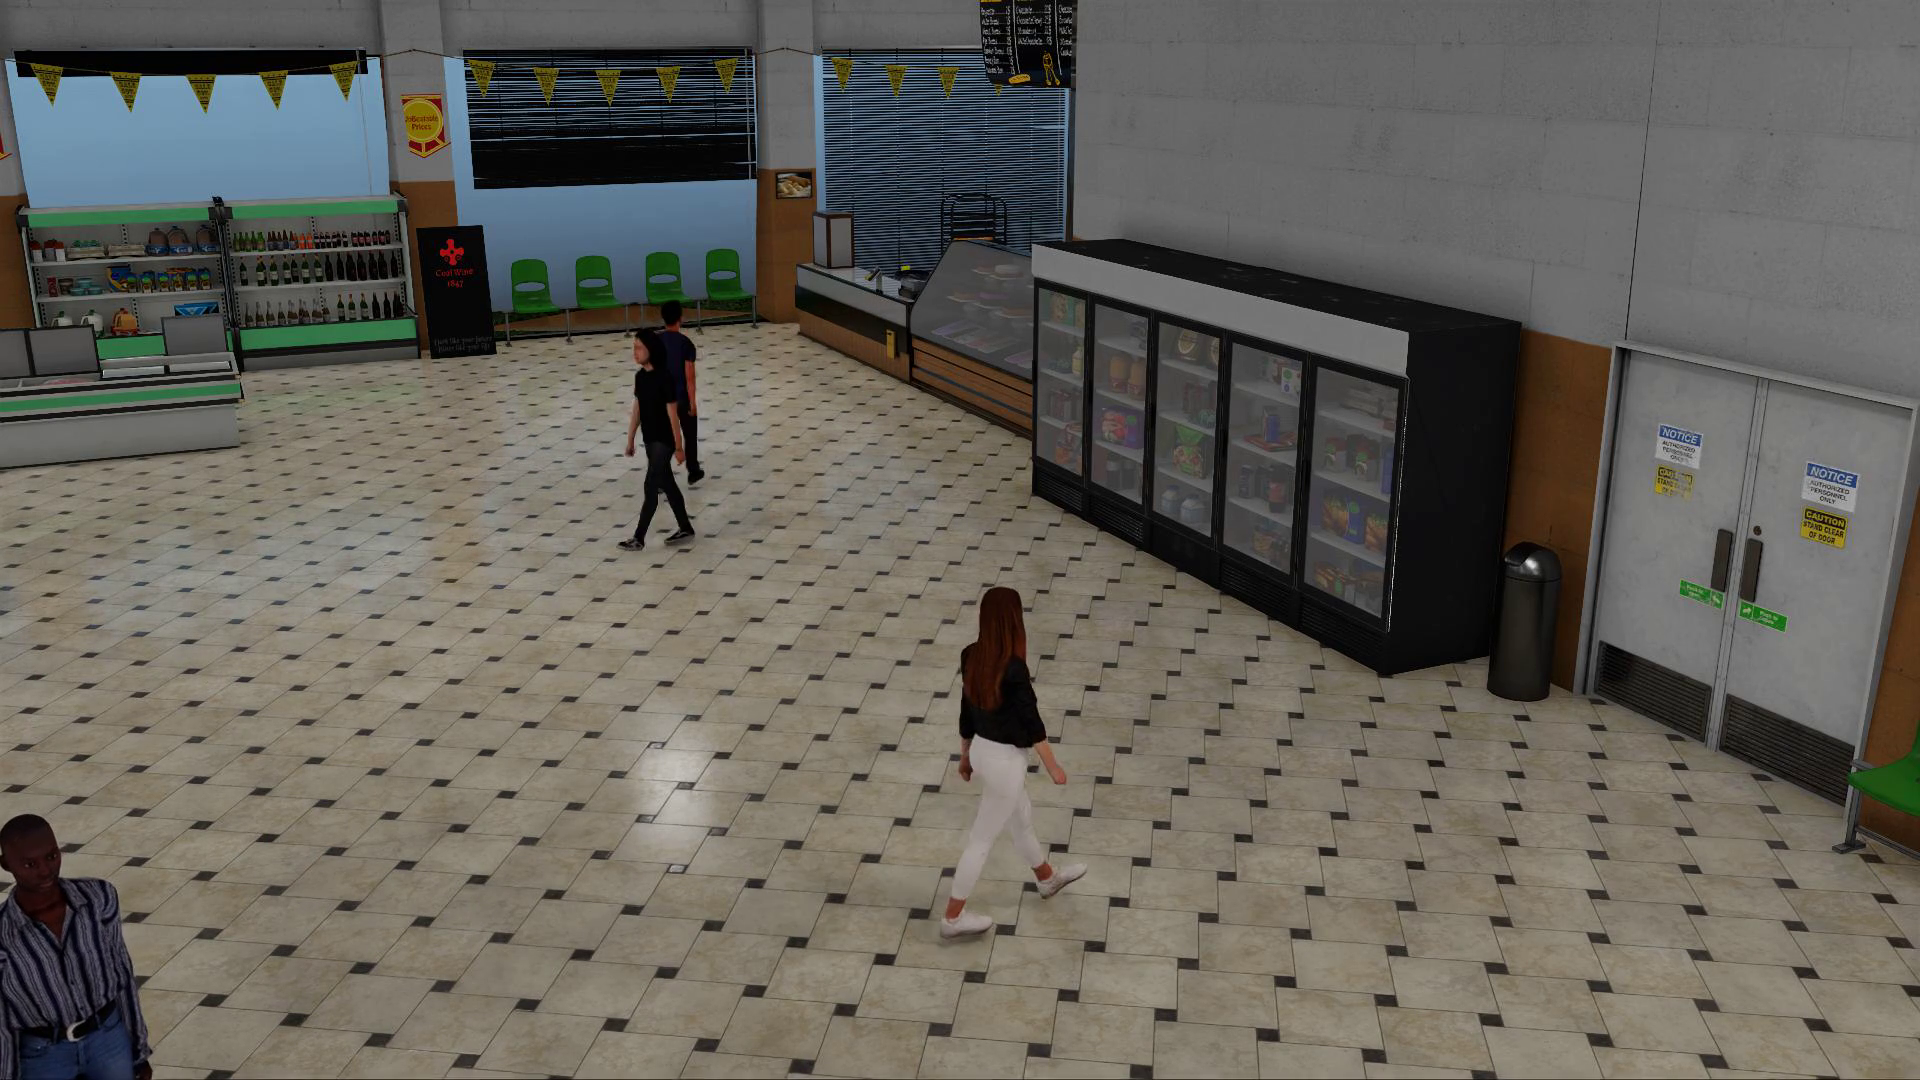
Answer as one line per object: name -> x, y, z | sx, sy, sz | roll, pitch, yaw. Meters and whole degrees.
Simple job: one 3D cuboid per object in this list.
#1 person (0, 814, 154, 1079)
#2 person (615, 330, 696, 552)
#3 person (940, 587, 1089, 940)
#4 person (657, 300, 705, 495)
person -> -2.868, 1.693, 5.357 | 0.765, 1.793, 0.645 | 12, 20, 33
person -> -2.385, -0.826, 13.632 | 1.081, 1.805, 0.830 | -13, 21, -37
person -> 0.117, 1.067, 7.651 | 1.082, 1.657, 0.637 | -9, 19, -28
person -> -2.646, -1.260, 15.148 | 1.156, 1.755, 1.163 | 4, 17, 14
